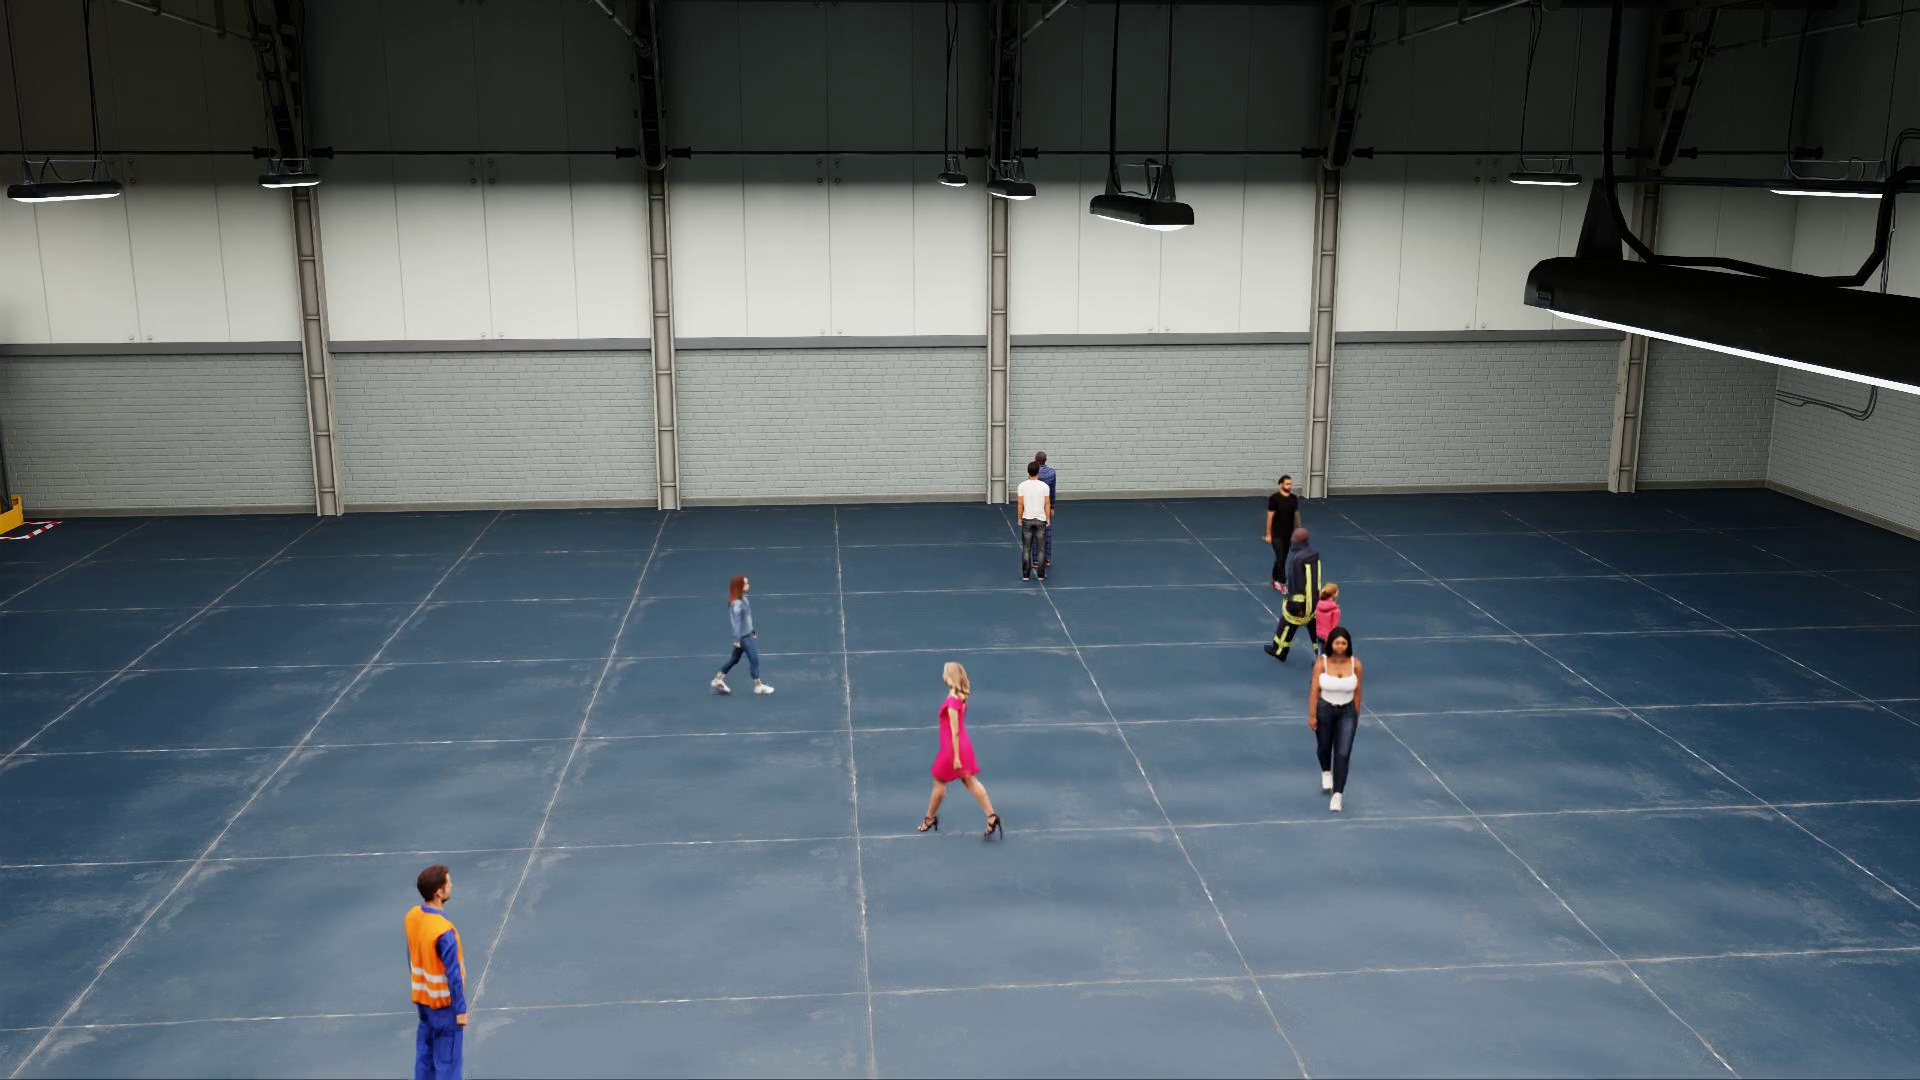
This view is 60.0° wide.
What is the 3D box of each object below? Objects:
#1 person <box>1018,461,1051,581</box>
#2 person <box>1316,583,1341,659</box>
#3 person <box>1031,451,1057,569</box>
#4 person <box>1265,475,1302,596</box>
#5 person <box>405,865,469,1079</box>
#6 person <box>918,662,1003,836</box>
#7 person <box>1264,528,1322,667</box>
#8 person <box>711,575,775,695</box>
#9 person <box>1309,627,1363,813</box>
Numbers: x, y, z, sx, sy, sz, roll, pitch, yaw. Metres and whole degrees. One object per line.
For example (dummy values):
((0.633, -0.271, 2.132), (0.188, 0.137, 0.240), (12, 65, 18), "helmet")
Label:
((1.110, -0.296, 25.030), (0.526, 1.805, 0.729), (1, 13, 4), "person")
((4.318, 1.166, 19.818), (0.681, 1.308, 0.631), (-10, 16, -36), "person")
((1.242, -0.486, 25.807), (0.723, 1.824, 0.839), (-8, 15, -32), "person")
((4.666, -0.094, 24.319), (0.983, 1.733, 0.897), (-6, 14, -25), "person")
((-3.369, 2.982, 10.749), (0.786, 1.862, 0.834), (12, 18, 42), "person")
((0.058, 1.980, 15.471), (1.129, 1.684, 0.867), (4, 14, 18), "person")
((4.339, 0.753, 20.575), (1.277, 1.771, 1.243), (-10, 17, -38), "person")
((-2.651, 1.129, 19.647), (0.965, 1.457, 0.586), (-1, 13, -3), "person")
((3.683, 1.724, 16.405), (1.211, 1.761, 0.955), (3, 13, 11), "person")
